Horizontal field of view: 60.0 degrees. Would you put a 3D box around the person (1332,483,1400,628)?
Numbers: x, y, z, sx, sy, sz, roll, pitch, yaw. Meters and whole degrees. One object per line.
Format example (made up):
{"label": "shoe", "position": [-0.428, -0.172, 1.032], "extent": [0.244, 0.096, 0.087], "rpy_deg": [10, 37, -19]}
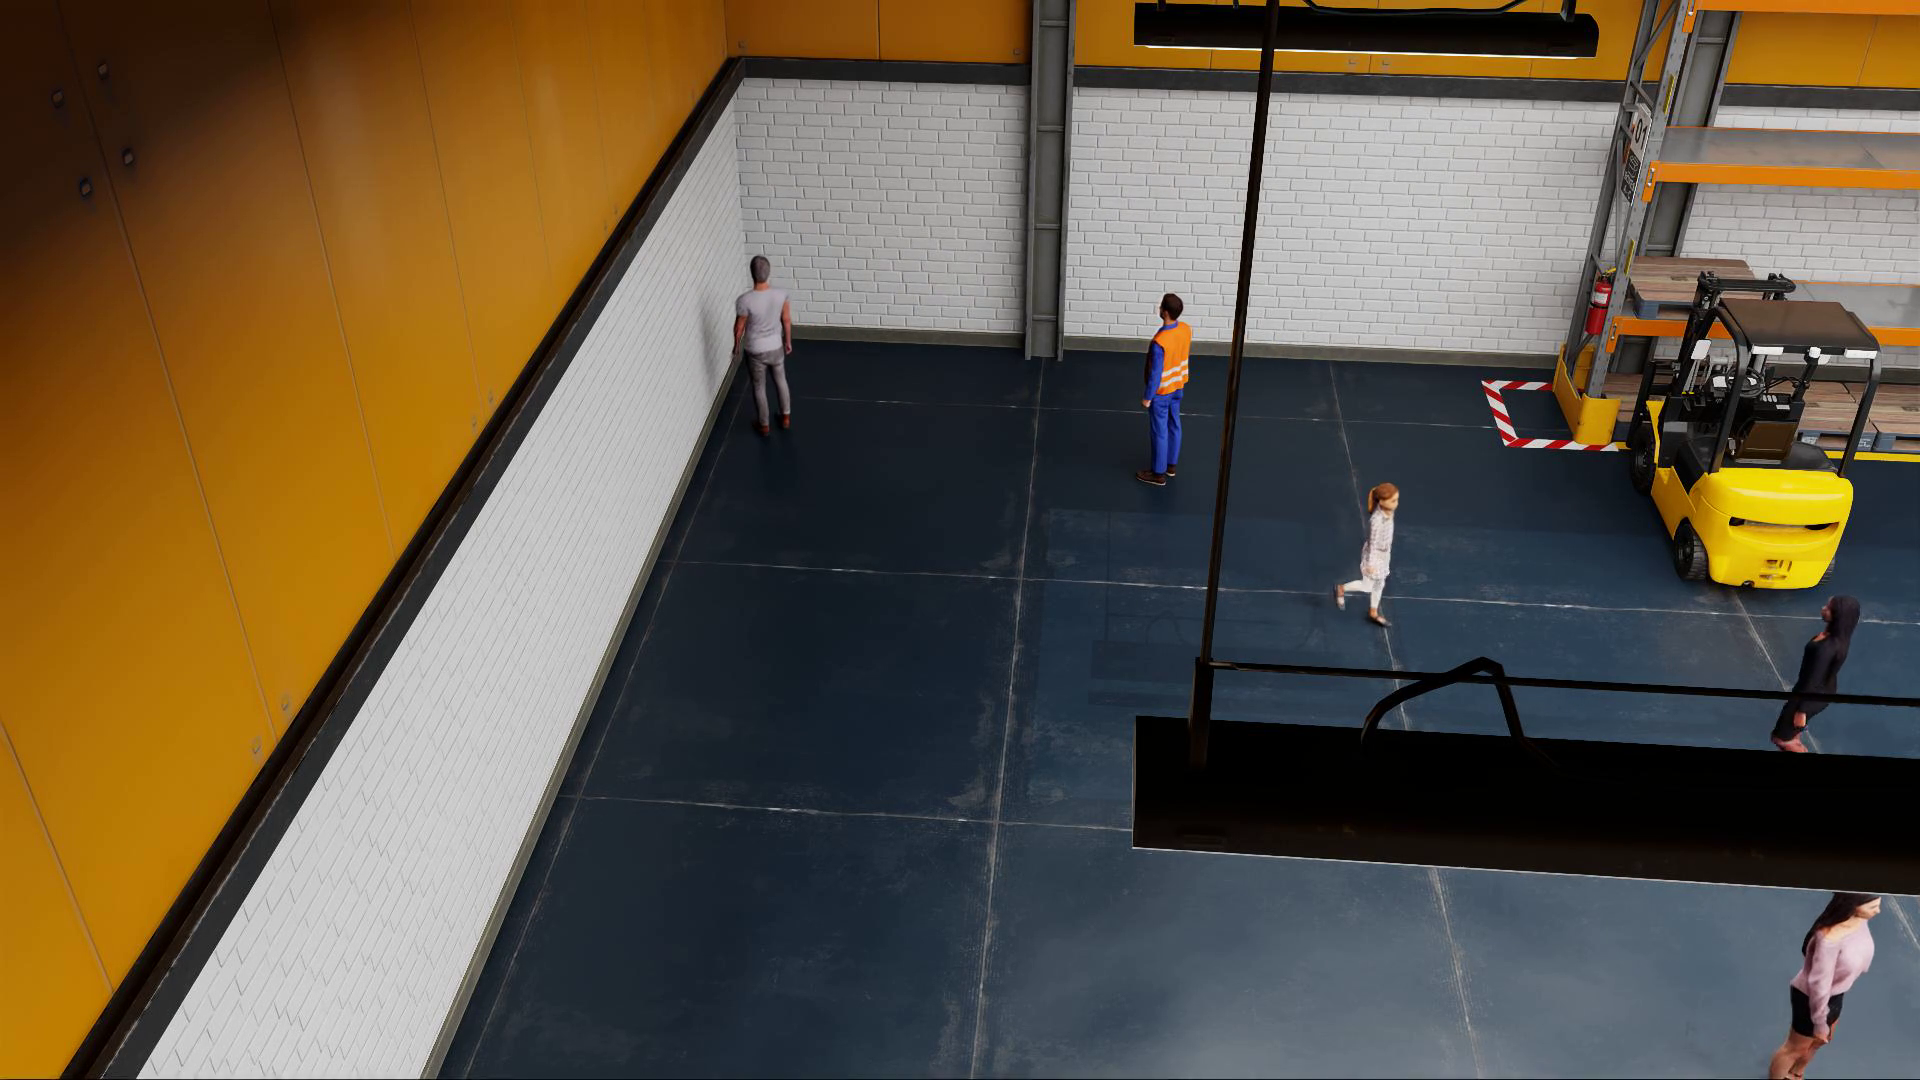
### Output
{"label": "person", "position": [3.283, 0.097, 13.349], "extent": [0.865, 1.303, 0.767], "rpy_deg": [25, 41, 33]}

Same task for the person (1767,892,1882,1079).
{"label": "person", "position": [4.714, 2.523, 9.240], "extent": [0.712, 1.811, 0.784], "rpy_deg": [-22, 40, -30]}

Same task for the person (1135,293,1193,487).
{"label": "person", "position": [1.859, -1.372, 15.052], "extent": [0.804, 1.864, 0.783], "rpy_deg": [24, 41, 32]}

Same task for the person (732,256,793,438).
{"label": "person", "position": [-1.850, -1.804, 15.739], "extent": [0.773, 1.823, 0.875], "rpy_deg": [-17, 37, -24]}

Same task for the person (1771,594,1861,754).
{"label": "person", "position": [5.927, 1.127, 11.430], "extent": [0.913, 1.711, 0.817], "rpy_deg": [20, 38, 27]}
